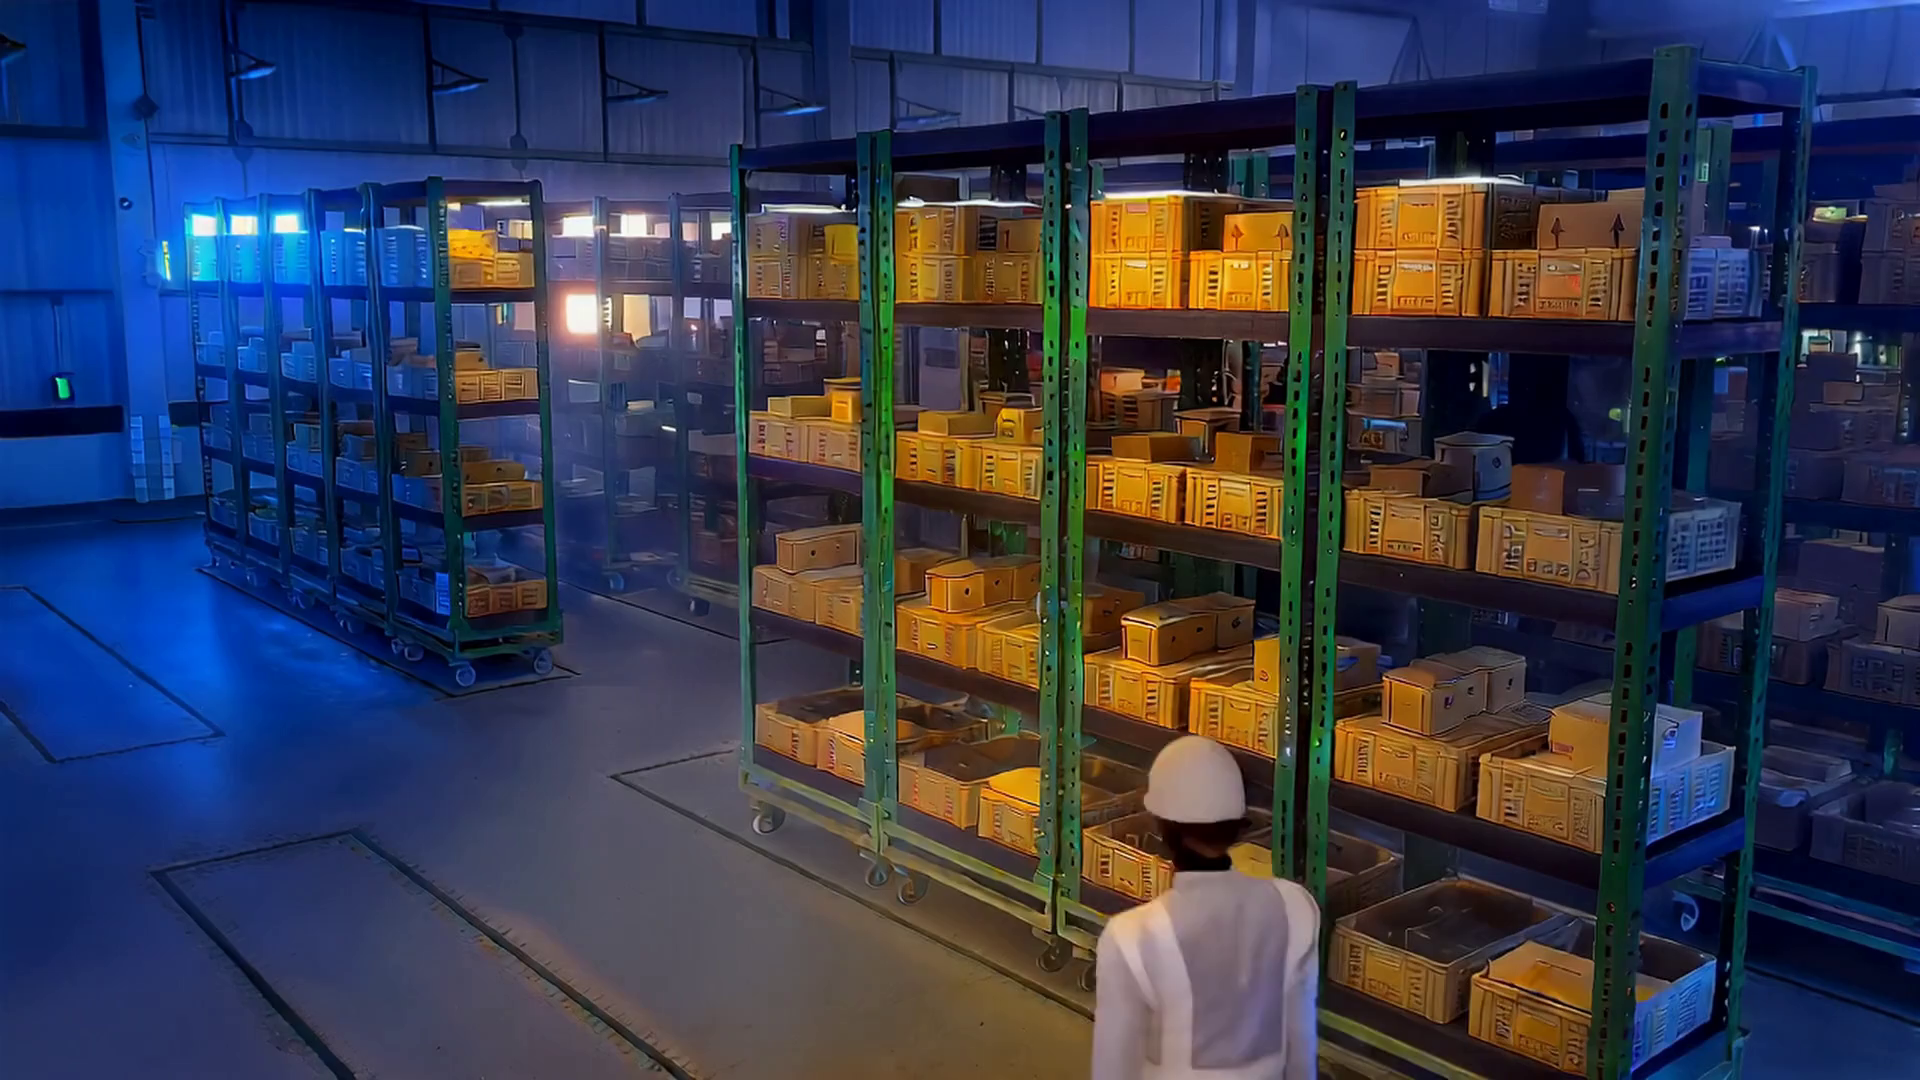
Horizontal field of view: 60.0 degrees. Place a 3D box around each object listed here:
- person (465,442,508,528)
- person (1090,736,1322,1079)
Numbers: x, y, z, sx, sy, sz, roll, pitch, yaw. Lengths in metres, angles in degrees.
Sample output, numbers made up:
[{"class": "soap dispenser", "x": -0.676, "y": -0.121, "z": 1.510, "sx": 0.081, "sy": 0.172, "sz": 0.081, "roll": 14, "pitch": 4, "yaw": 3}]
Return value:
[{"class": "person", "x": -5.427, "y": -0.982, "z": 18.726, "sx": 0.764, "sy": 1.816, "sz": 0.598, "roll": -3, "pitch": 10, "yaw": -20}, {"class": "person", "x": 0.596, "y": 1.420, "z": 3.904, "sx": 0.610, "sy": 1.929, "sz": 0.635, "roll": -4, "pitch": 10, "yaw": -25}]
